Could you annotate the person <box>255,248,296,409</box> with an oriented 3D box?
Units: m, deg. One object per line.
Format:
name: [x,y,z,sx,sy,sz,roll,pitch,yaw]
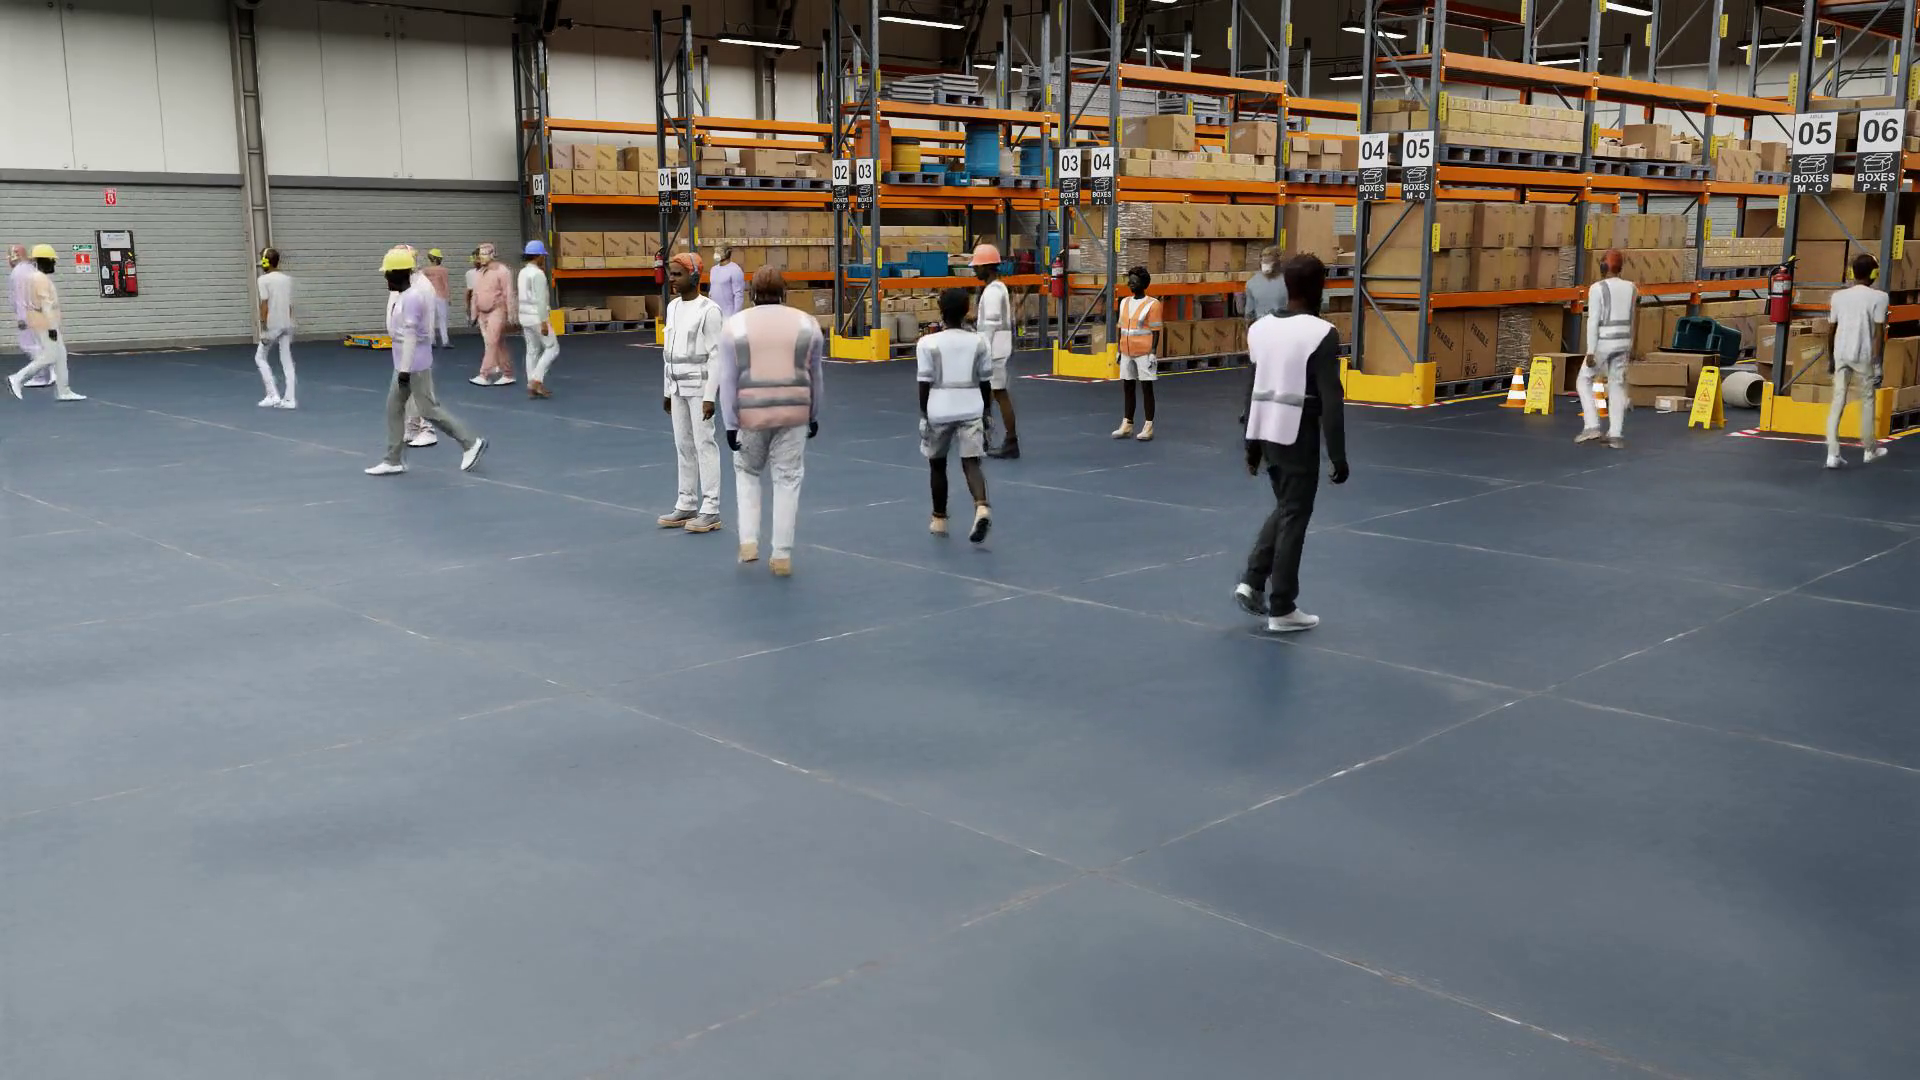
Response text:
person: [-8.000,-2.449,19.301,0.603,1.845,0.565,4,11,22]

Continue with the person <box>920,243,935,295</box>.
person: [-0.701,-5.871,38.033,0.569,1.821,0.597,-7,13,-35]

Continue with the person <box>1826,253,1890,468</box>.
person: [7.850,-1.560,14.486,0.887,1.833,0.560,-8,13,-37]

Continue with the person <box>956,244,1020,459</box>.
person: [0.217,-1.693,14.997,0.742,1.911,0.565,1,10,4]

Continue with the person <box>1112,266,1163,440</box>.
person: [1.751,-1.842,16.413,0.534,1.697,0.318,10,15,44]

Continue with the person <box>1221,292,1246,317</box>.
person: [4.706,-4.204,28.336,0.608,2.048,0.364,10,15,44]

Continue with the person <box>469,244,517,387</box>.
person: [-6.285,-2.959,22.004,0.677,1.871,0.907,8,13,38]

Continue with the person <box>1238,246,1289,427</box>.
person: [3.221,-2.094,17.282,0.632,1.875,1.020,5,12,27]

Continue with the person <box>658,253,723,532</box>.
person: [-1.839,-1.007,11.351,0.575,1.882,0.355,10,15,44]

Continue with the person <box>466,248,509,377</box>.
person: [-6.775,-3.231,23.672,0.645,1.806,0.950,2,11,12]

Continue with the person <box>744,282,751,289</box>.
person: [-4.570,-5.266,34.557,0.944,1.905,0.556,-5,11,-25]

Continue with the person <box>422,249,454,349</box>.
person: [-9.284,-4.280,29.534,0.523,1.763,0.329,2,11,12]

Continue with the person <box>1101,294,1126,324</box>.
person: [2.771,-4.136,28.097,0.698,2.000,0.654,5,12,27]

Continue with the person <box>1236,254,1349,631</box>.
person: [1.694,-0.485,8.450,0.444,1.906,0.605,-5,12,-27]

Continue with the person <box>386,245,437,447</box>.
person: [-5.262,-1.855,15.909,0.643,1.909,0.410,10,15,44]

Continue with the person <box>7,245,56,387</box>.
person: [-12.232,-2.960,22.024,0.602,1.876,0.670,-2,11,-10]

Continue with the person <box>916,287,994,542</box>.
person: [-0.014,-0.819,10.897,0.537,1.674,0.757,-3,11,-16]

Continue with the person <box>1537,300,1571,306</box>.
person: [10.101,-4.045,28.169,0.886,1.799,0.584,-7,13,-35]

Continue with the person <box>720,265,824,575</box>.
person: [-1.127,-0.720,9.951,0.625,1.823,0.545,-2,11,-10]

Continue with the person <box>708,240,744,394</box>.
person: [-2.968,-2.806,21.009,0.631,1.940,0.372,10,15,44]

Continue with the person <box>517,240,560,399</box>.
person: [-5.204,-2.709,20.473,0.439,1.935,0.634,-8,13,-37]

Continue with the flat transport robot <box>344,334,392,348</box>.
flat transport robot: [-10.478,-3.596,29.983,0.652,0.197,1.431,-10,14,-44]

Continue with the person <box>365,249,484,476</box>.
person: [-4.559,-1.503,14.031,0.902,1.899,0.585,-6,12,-29]

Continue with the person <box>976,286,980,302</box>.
person: [0.518,-4.809,32.755,0.499,1.636,0.286,10,15,44]

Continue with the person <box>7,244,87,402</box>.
person: [-11.056,-2.607,20.016,0.747,1.905,0.599,-5,12,-25]

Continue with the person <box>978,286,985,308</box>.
person: [0.605,-4.638,31.368,0.517,1.818,0.876,9,13,39]

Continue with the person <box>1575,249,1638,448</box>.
person: [6.168,-1.825,15.870,0.594,1.866,0.544,-4,11,-19]
